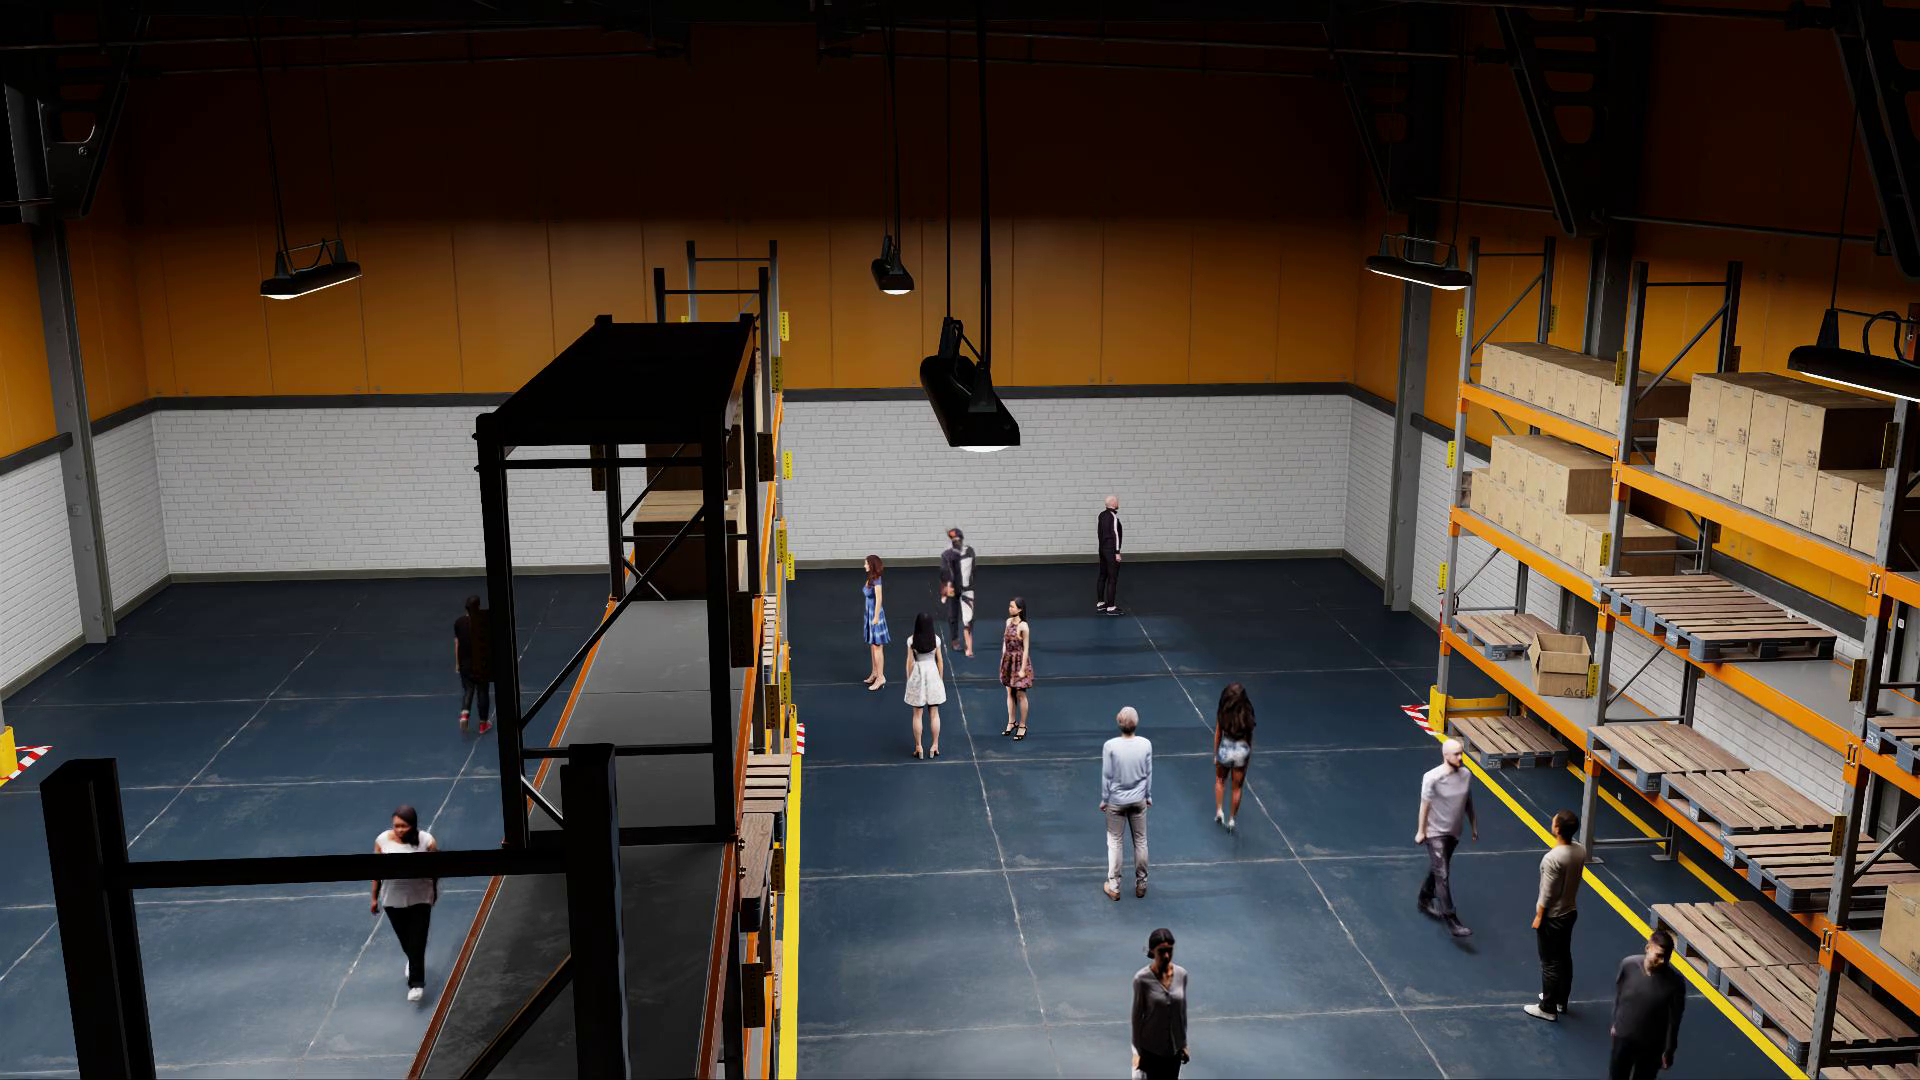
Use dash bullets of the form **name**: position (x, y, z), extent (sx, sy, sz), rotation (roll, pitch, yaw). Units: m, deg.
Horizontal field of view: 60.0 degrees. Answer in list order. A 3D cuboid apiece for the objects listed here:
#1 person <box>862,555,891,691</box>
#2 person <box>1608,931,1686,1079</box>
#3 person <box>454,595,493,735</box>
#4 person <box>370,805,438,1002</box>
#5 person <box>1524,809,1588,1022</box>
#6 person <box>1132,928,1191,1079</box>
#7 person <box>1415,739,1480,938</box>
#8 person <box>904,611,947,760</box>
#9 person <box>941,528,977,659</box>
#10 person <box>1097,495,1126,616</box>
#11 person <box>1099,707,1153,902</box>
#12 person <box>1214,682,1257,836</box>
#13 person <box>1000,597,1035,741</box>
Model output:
- **person**: position (-1.142, 1.074, 21.962), extent (0.759, 1.806, 0.555), rotation (-3, 14, -14)
- **person**: position (4.864, 3.546, 11.910), extent (0.821, 1.731, 0.774), rotation (-12, 18, -41)
- **person**: position (-5.916, 1.543, 20.149), extent (0.719, 1.746, 0.860), rotation (1, 14, 4)
- **person**: position (-4.710, 3.031, 14.215), extent (0.717, 1.647, 1.089), rotation (0, 14, 0)
- **person**: position (4.933, 3.071, 13.699), extent (0.730, 1.812, 0.744), rotation (-11, 17, -38)
- **person**: position (1.391, 3.564, 11.745), extent (0.634, 1.773, 0.598), rotation (-4, 14, -18)
- **person**: position (4.406, 2.682, 15.352), extent (0.941, 1.791, 1.231), rotation (-6, 15, -24)
- **person**: position (-0.413, 1.689, 19.490), extent (0.629, 1.774, 0.609), rotation (-1, 14, -5)
- **person**: position (-0.004, 0.714, 23.383), extent (0.749, 1.836, 1.103), rotation (-4, 14, -17)
- **person**: position (2.280, 0.209, 25.465), extent (0.802, 1.837, 0.645), rotation (-6, 15, -25)
- **person**: position (1.592, 2.501, 15.885), extent (0.674, 1.892, 0.568), rotation (-2, 14, -9)
- **person**: position (2.853, 2.300, 17.312), extent (0.638, 1.610, 0.711), rotation (1, 14, 2)
- **person**: position (0.675, 1.540, 20.101), extent (0.856, 1.774, 0.776), rotation (-10, 17, -35)
